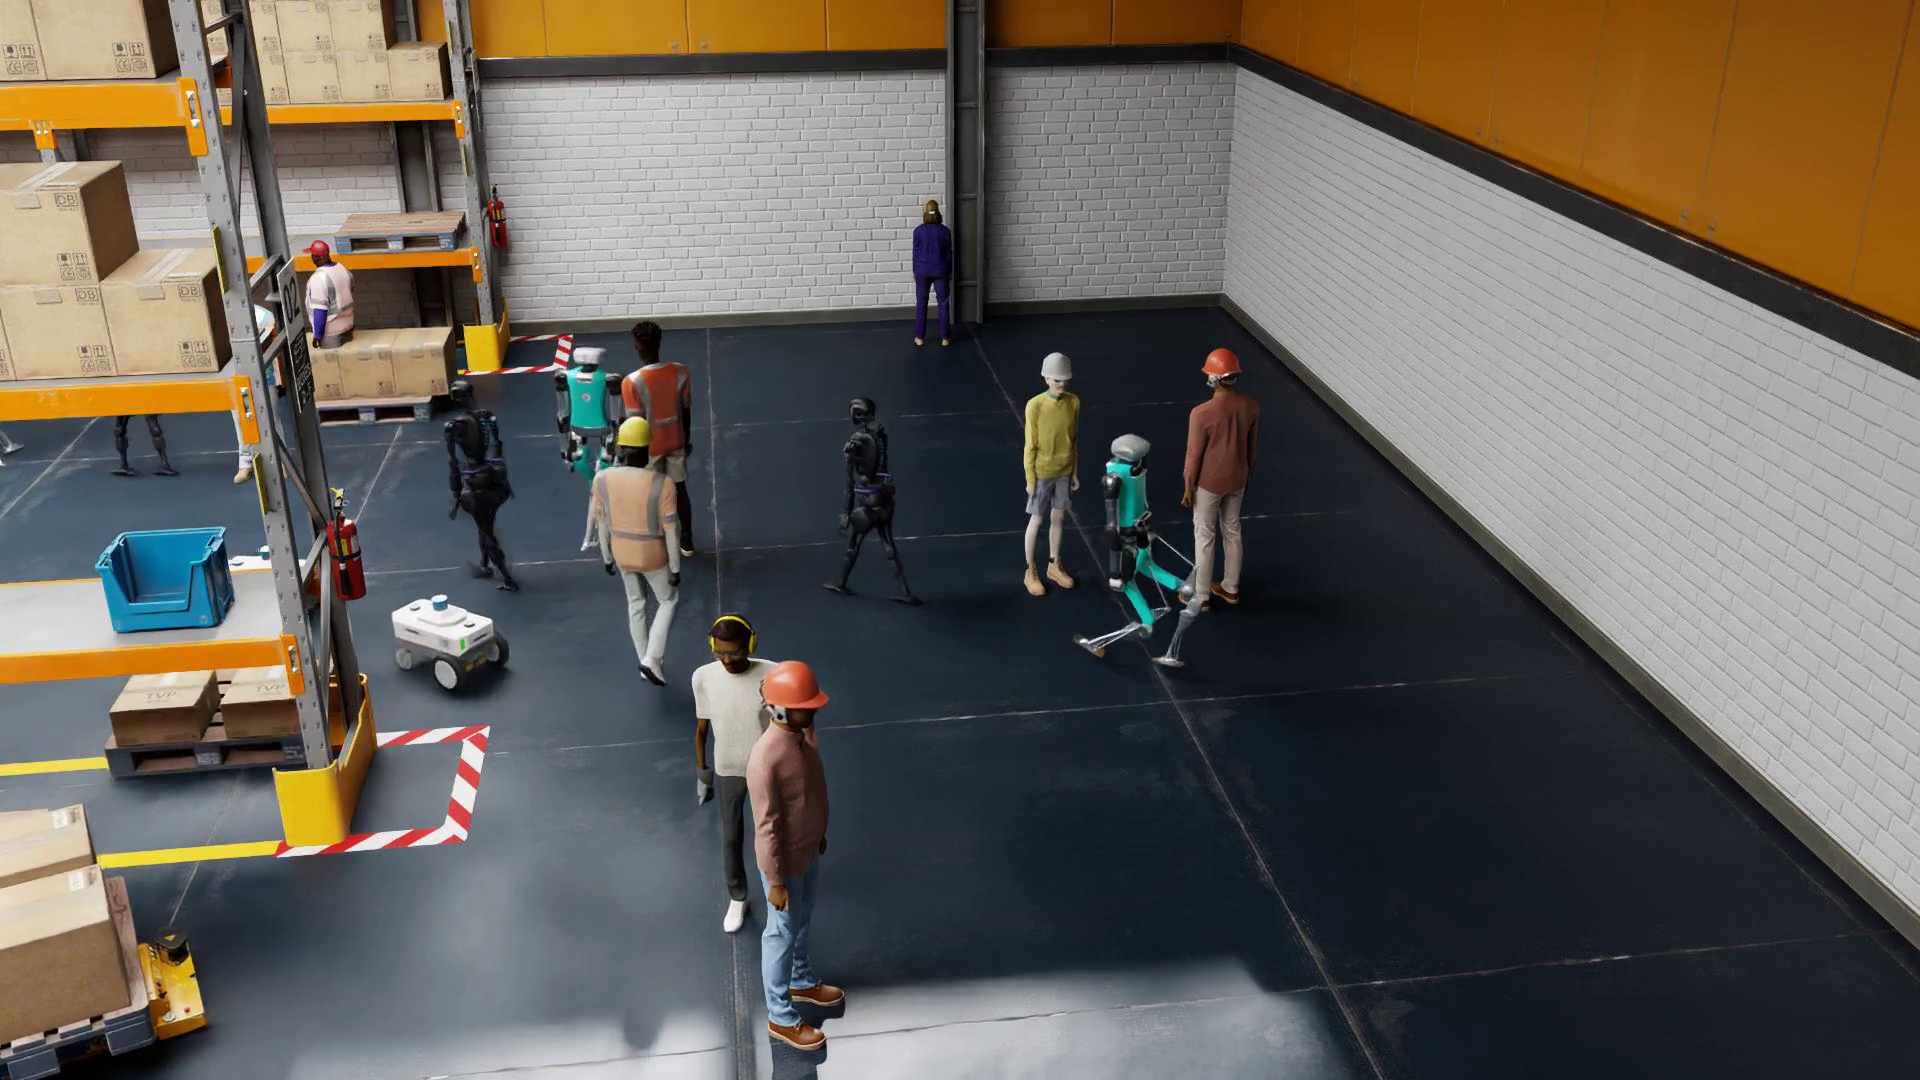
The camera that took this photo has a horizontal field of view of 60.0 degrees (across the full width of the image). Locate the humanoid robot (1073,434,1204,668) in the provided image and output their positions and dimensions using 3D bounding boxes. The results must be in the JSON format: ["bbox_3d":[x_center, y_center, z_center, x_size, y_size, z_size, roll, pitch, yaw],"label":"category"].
[{"bbox_3d":[1.268,0.145,11.242,1.028,1.736,0.564,13,27,27],"label":"humanoid robot"}]

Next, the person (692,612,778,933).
[{"bbox_3d":[-1.115,1.218,8.659,0.521,1.852,0.346,-1,24,-2],"label":"person"}]

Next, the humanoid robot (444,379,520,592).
[{"bbox_3d":[-3.615,-0.389,12.589,0.642,1.644,0.611,12,26,25],"label":"humanoid robot"}]

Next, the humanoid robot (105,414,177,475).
[{"bbox_3d":[-7.389,-1.361,14.755,0.629,1.640,0.591,8,25,17],"label":"humanoid robot"}]

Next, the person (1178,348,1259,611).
[{"bbox_3d":[1.900,-0.447,12.287,0.614,1.986,0.406,-13,27,-27],"label":"person"}]

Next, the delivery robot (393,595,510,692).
[{"bbox_3d":[-3.540,0.685,11.499,0.788,0.610,0.499,13,27,27],"label":"delivery robot"}]

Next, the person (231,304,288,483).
[{"bbox_3d":[-6.245,-1.394,14.622,0.623,1.841,0.431,0,24,0],"label":"person"}]

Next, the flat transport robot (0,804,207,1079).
[{"bbox_3d":[-4.477,2.340,8.064,1.431,0.231,0.659,-13,27,-27],"label":"flat transport robot"}]

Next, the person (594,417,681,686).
[{"bbox_3d":[-2.136,0.110,11.112,0.587,1.909,0.518,5,24,10],"label":"person"}]

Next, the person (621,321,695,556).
[{"bbox_3d":[-2.359,-0.756,13.012,0.611,1.961,0.364,-21,32,-40],"label":"person"}]

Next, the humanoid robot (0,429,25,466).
[{"bbox_3d":[-8.876,-1.569,15.138,0.809,1.775,0.605,-14,27,-29],"label":"humanoid robot"}]

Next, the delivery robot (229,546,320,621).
[{"bbox_3d":[-5.059,0.332,12.274,0.782,0.586,0.499,3,24,8],"label":"delivery robot"}]

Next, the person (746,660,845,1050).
[{"bbox_3d":[-0.786,1.472,7.900,0.375,1.995,0.607,6,24,13],"label":"person"}]

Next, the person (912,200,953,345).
[{"bbox_3d":[-0.304,-2.975,18.499,0.448,1.617,0.372,1,24,3],"label":"person"}]

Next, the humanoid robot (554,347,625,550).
[{"bbox_3d":[-2.865,-0.746,13.261,0.572,1.770,0.709,1,24,3],"label":"humanoid robot"}]

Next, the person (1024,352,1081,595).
[{"bbox_3d":[0.691,-0.515,12.557,0.470,1.891,0.401,-13,27,-26],"label":"person"}]

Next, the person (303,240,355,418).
[{"bbox_3d":[-6.137,-2.068,16.261,0.420,1.751,0.622,5,24,12],"label":"person"}]

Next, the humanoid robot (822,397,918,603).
[{"bbox_3d":[-0.686,-0.301,12.389,0.788,1.621,0.593,12,27,26],"label":"humanoid robot"}]
